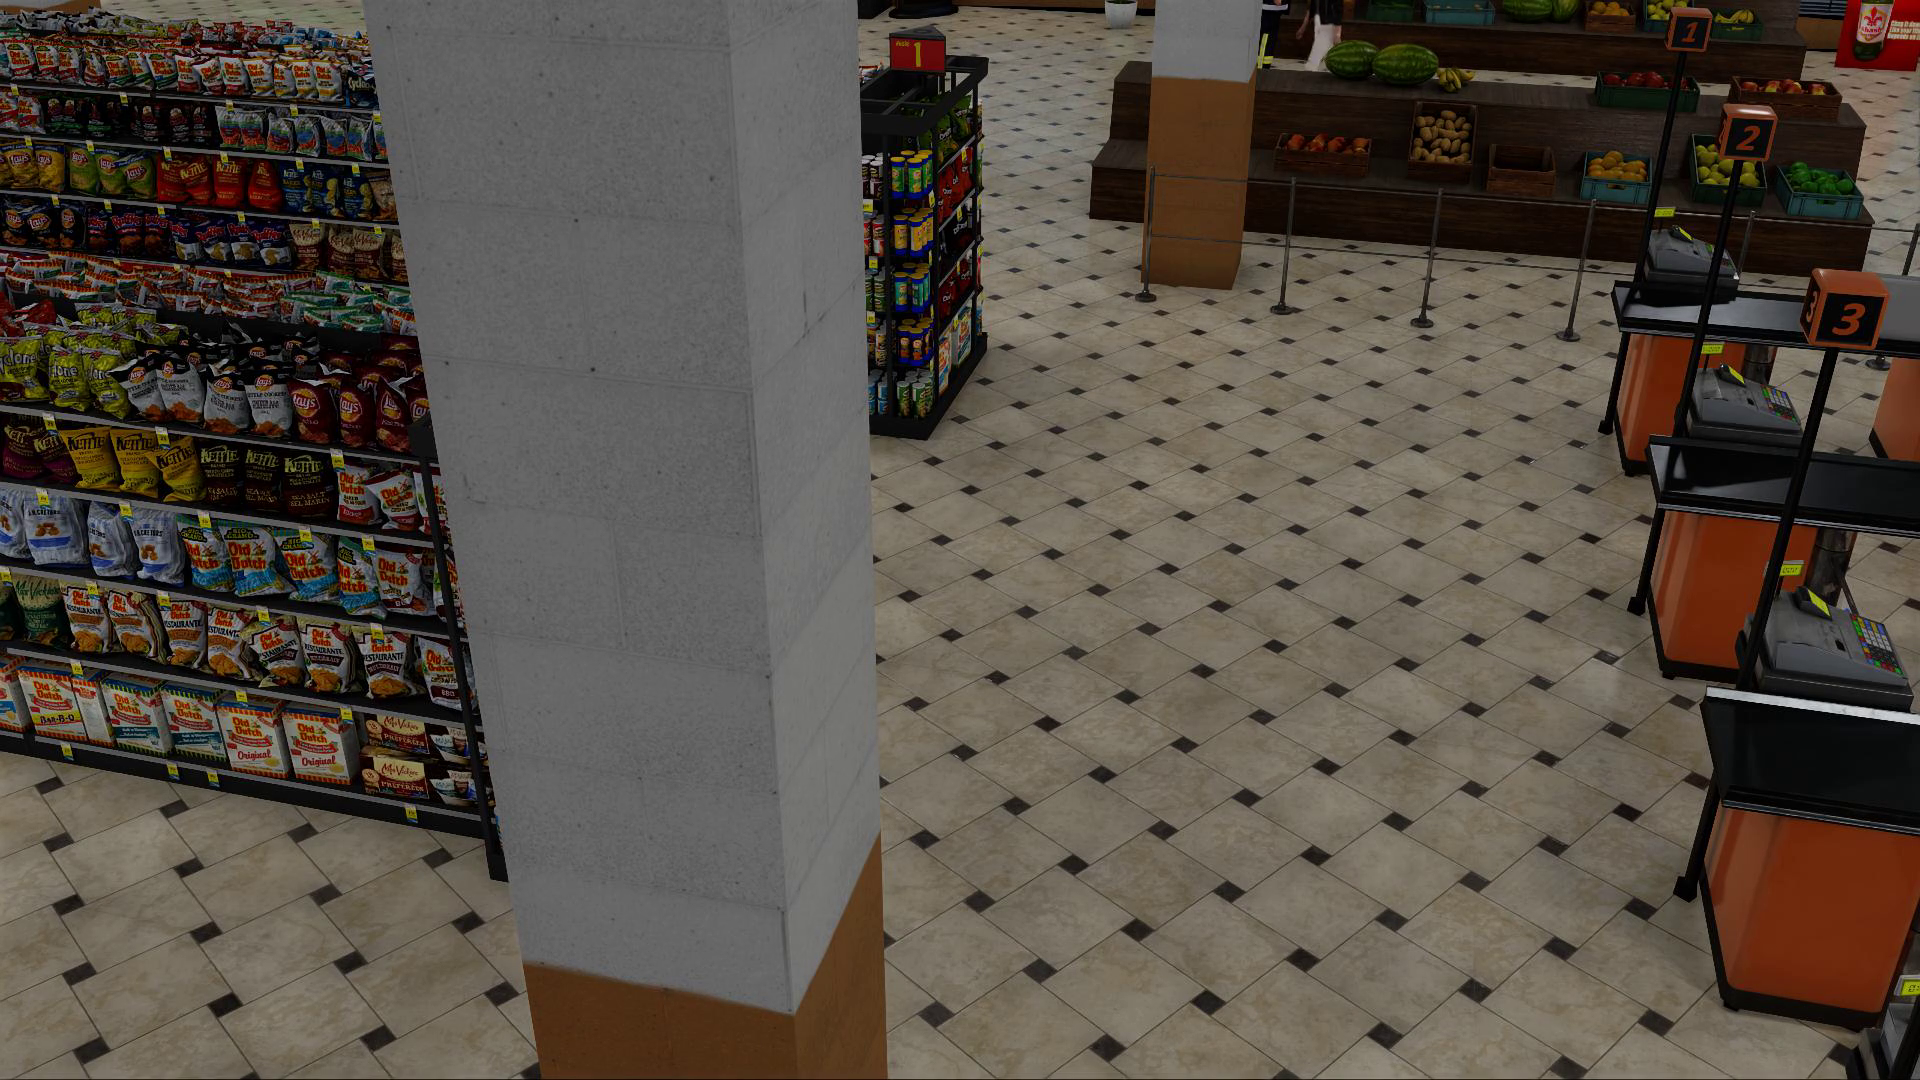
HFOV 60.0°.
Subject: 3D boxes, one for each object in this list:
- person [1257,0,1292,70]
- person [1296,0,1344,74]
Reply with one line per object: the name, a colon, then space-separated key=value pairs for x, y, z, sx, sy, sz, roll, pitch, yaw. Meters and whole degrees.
person: x=3.387 y=-5.979 z=17.996 sx=0.684 sy=1.981 sz=0.802 roll=3 pitch=29 yaw=6
person: x=3.761 y=-5.129 z=16.759 sx=1.082 sy=1.675 sz=0.859 roll=-4 pitch=29 yaw=-8
